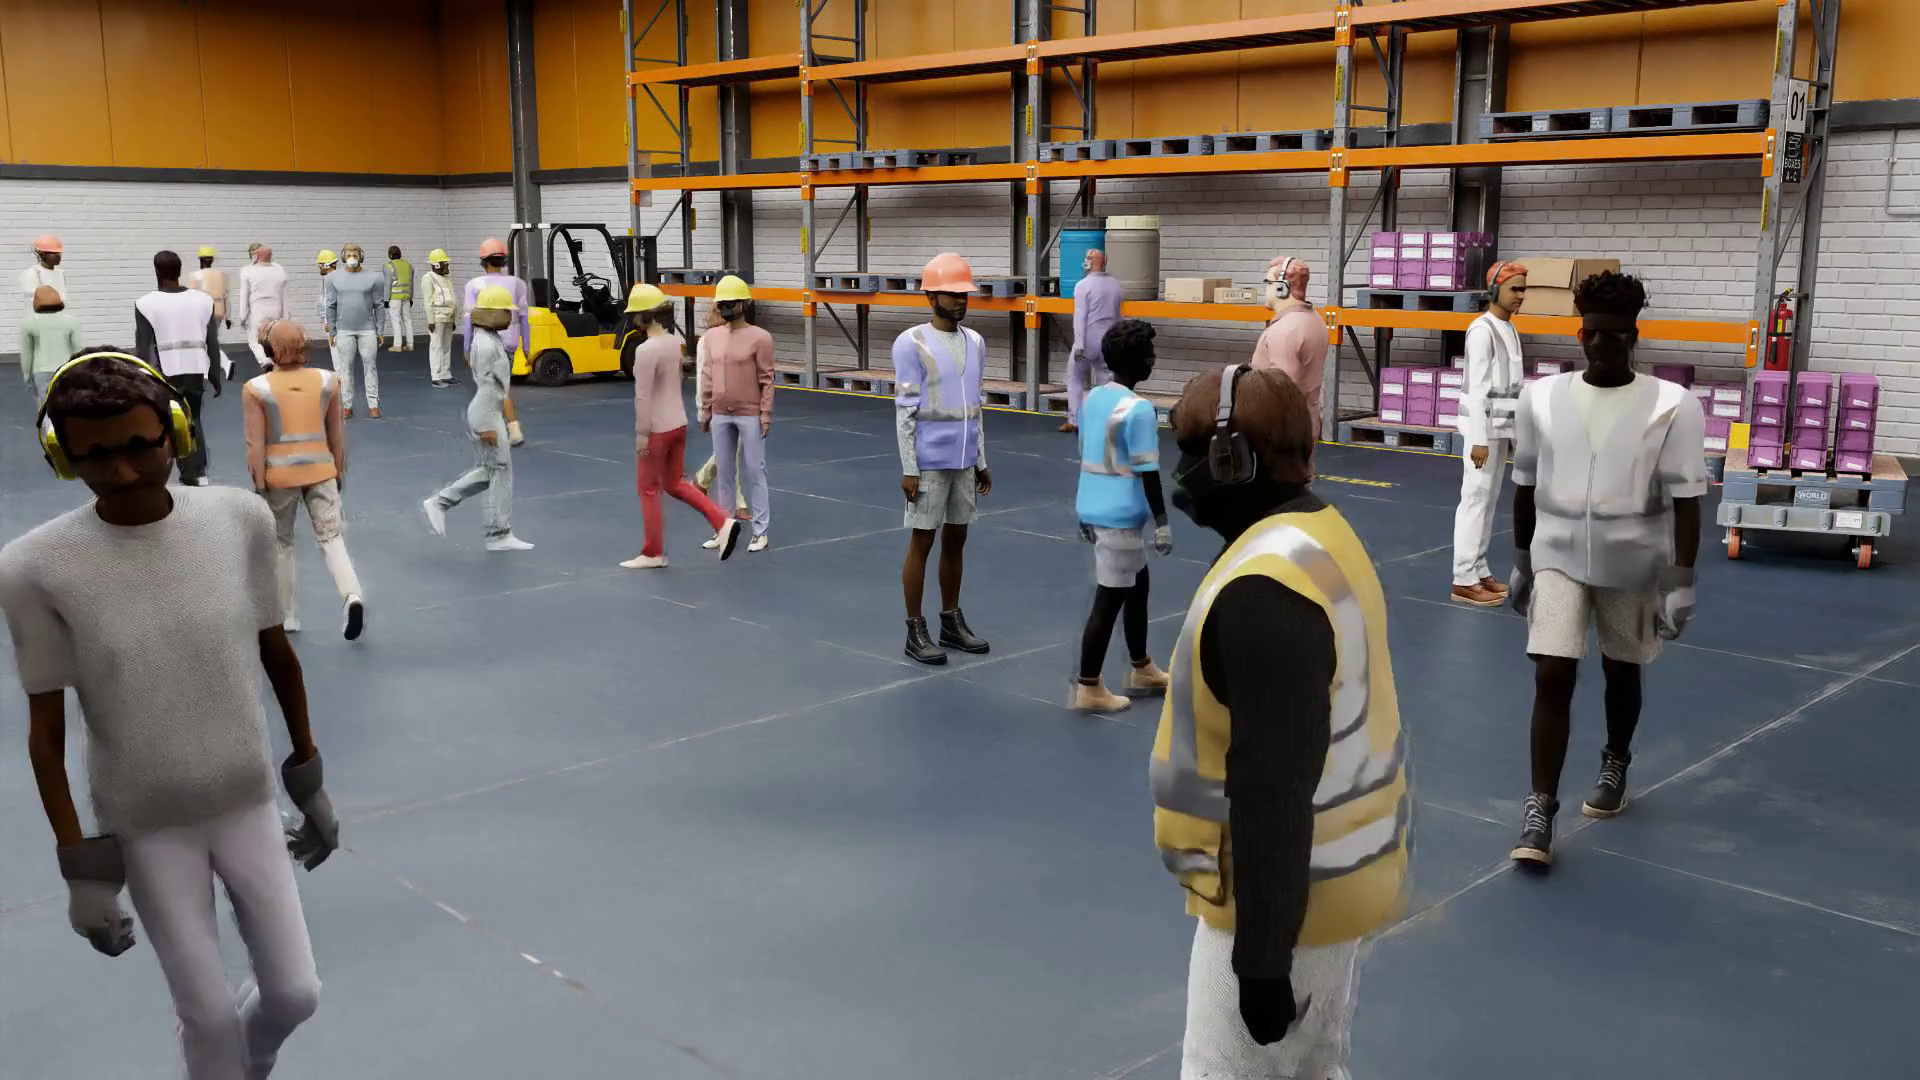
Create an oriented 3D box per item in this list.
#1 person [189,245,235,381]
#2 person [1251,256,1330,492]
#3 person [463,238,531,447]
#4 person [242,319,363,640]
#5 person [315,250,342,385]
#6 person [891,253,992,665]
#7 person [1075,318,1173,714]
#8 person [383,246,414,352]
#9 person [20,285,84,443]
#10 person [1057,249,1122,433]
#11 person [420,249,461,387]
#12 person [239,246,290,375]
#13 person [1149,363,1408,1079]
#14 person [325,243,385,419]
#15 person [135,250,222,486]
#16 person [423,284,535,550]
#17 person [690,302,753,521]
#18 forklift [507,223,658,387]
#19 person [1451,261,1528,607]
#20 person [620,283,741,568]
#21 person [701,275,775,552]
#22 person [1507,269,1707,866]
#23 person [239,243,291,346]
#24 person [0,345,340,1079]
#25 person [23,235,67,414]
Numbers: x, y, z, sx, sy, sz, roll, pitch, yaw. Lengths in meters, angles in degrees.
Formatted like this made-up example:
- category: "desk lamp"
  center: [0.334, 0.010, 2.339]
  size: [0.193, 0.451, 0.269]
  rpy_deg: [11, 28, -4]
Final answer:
- category: "person"
  center: [-10.408, -3.153, 23.195]
  size: [0.866, 1.892, 0.600]
  rpy_deg: [7, 12, 32]
- category: "person"
  center: [1.735, -0.562, 8.972]
  size: [0.406, 1.910, 0.637]
  rpy_deg: [5, 12, 27]
- category: "person"
  center: [-4.450, -1.898, 16.034]
  size: [0.624, 1.999, 1.032]
  rpy_deg: [-9, 14, -41]
- category: "person"
  center: [-3.276, -0.295, 8.305]
  size: [0.510, 1.615, 0.728]
  rpy_deg: [-9, 14, -40]
- category: "person"
  center: [-8.500, -3.008, 22.545]
  size: [0.403, 1.826, 0.593]
  rpy_deg: [-1, 10, -8]
- category: "person"
  center: [-0.063, -0.387, 7.935]
  size: [0.543, 1.939, 0.360]
  rpy_deg: [-10, 14, -43]
- category: "person"
  center: [0.773, -0.096, 7.068]
  size: [0.693, 1.670, 0.548]
  rpy_deg: [-3, 11, -18]
- category: "person"
  center: [-9.822, -4.211, 29.059]
  size: [0.429, 1.838, 0.634]
  rpy_deg: [6, 12, 30]
- category: "person"
  center: [-8.139, -1.494, 14.938]
  size: [0.504, 1.585, 0.868]
  rpy_deg: [-5, 12, -26]
- category: "person"
  center: [1.299, -1.998, 16.874]
  size: [0.672, 1.880, 0.755]
  rpy_deg: [-8, 13, -39]
- category: "person"
  center: [-6.948, -2.969, 22.294]
  size: [0.404, 1.836, 0.598]
  rpy_deg: [2, 11, 13]
- category: "person"
  center: [-9.402, -3.036, 22.566]
  size: [0.669, 1.877, 0.612]
  rpy_deg: [-9, 14, -41]
- category: "person"
  center: [0.545, 0.606, 2.893]
  size: [0.449, 1.813, 0.656]
  rpy_deg: [4, 11, 20]
- category: "person"
  center: [-6.678, -2.308, 18.411]
  size: [0.631, 1.940, 0.372]
  rpy_deg: [-3, 11, -17]
- category: "person"
  center: [-6.016, -1.256, 12.759]
  size: [0.538, 1.901, 0.619]
  rpy_deg: [8, 13, 38]
- category: "person"
  center: [-3.110, -0.769, 10.646]
  size: [0.621, 1.719, 0.492]
  rpy_deg: [-2, 11, -12]
- category: "person"
  center: [-1.726, -0.964, 12.010]
  size: [0.746, 1.609, 0.501]
  rpy_deg: [8, 13, 38]
- category: "forklift"
  center: [-5.316, -3.263, 22.920]
  size: [2.313, 2.155, 1.214]
  rpy_deg: [-10, 14, -44]
- category: "person"
  center: [2.931, -0.587, 9.178]
  size: [0.349, 1.881, 0.577]
  rpy_deg: [7, 12, 32]
- category: "person"
  center: [-1.721, -0.670, 10.036]
  size: [0.662, 1.744, 0.528]
  rpy_deg: [3, 11, 14]
- category: "person"
  center: [-1.435, -0.805, 10.683]
  size: [0.525, 1.769, 0.315]
  rpy_deg: [4, 11, 22]
- category: "person"
  center: [2.115, 0.072, 5.506]
  size: [0.622, 1.913, 0.998]
  rpy_deg: [6, 12, 30]
- category: "person"
  center: [-9.992, -3.316, 23.971]
  size: [0.673, 1.919, 0.536]
  rpy_deg: [-3, 11, -14]
- category: "person"
  center: [-1.487, 0.534, 3.200]
  size: [0.582, 1.830, 0.552]
  rpy_deg: [-9, 14, -41]
- category: "person"
  center: [-10.203, -2.411, 18.760]
  size: [0.657, 2.021, 0.635]
  rpy_deg: [2, 11, 13]
